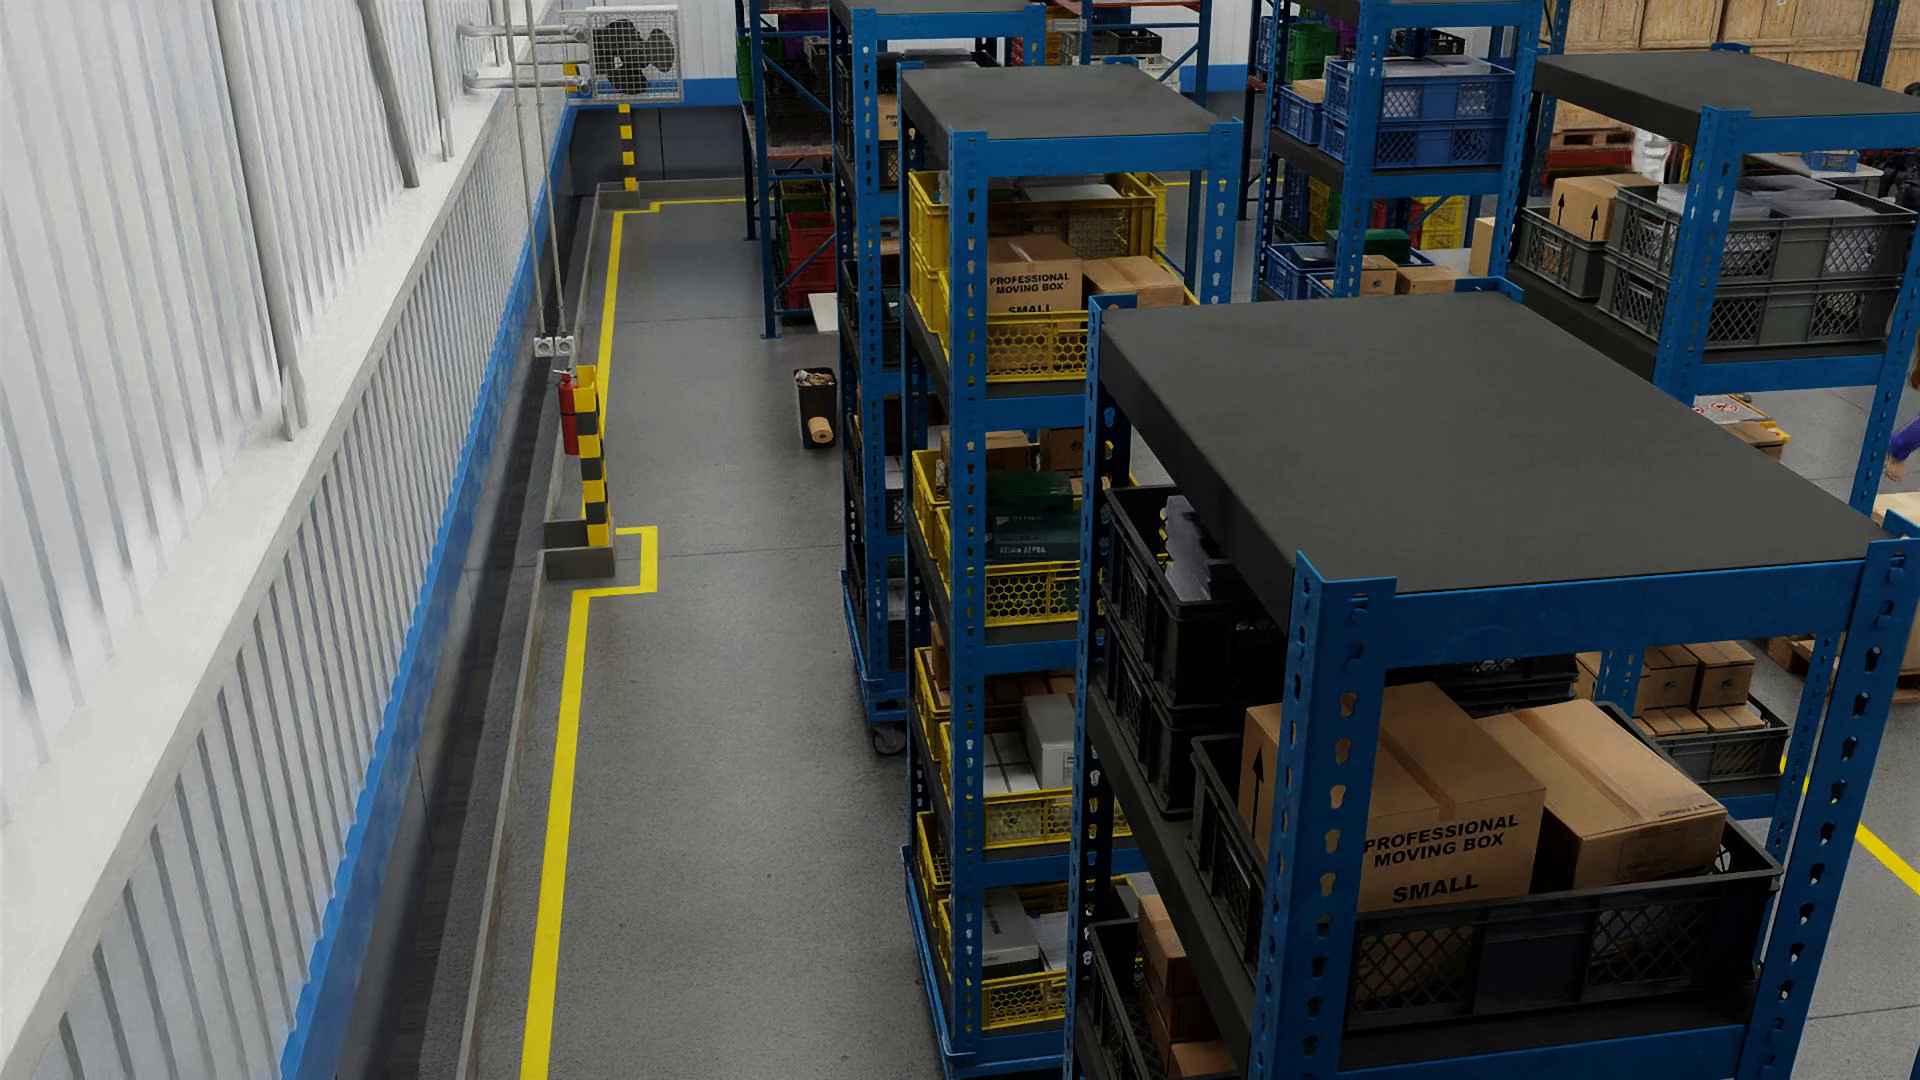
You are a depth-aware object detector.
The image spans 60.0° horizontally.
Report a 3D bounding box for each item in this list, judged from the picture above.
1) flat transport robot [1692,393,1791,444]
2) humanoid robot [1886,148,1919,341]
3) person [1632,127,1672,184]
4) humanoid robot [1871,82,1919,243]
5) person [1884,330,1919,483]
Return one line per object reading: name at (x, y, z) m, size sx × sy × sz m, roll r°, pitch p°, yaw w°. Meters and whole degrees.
flat transport robot at (5.224, -0.859, 12.132) m, size 1.431 × 0.197 × 0.652 m, roll -4°, pitch 25°, yaw -8°
humanoid robot at (7.905, -2.449, 13.920) m, size 0.600 × 1.658 × 0.325 m, roll -16°, pitch 29°, yaw -30°
person at (6.796, -3.756, 16.545) m, size 0.572 × 1.867 × 0.637 m, roll -17°, pitch 30°, yaw -32°
humanoid robot at (9.492, -3.778, 16.810) m, size 0.310 × 1.656 × 0.616 m, roll -10°, pitch 27°, yaw -21°
person at (6.515, -1.169, 10.722) m, size 0.697 × 2.000 × 0.679 m, roll 1°, pitch 25°, yaw 2°
